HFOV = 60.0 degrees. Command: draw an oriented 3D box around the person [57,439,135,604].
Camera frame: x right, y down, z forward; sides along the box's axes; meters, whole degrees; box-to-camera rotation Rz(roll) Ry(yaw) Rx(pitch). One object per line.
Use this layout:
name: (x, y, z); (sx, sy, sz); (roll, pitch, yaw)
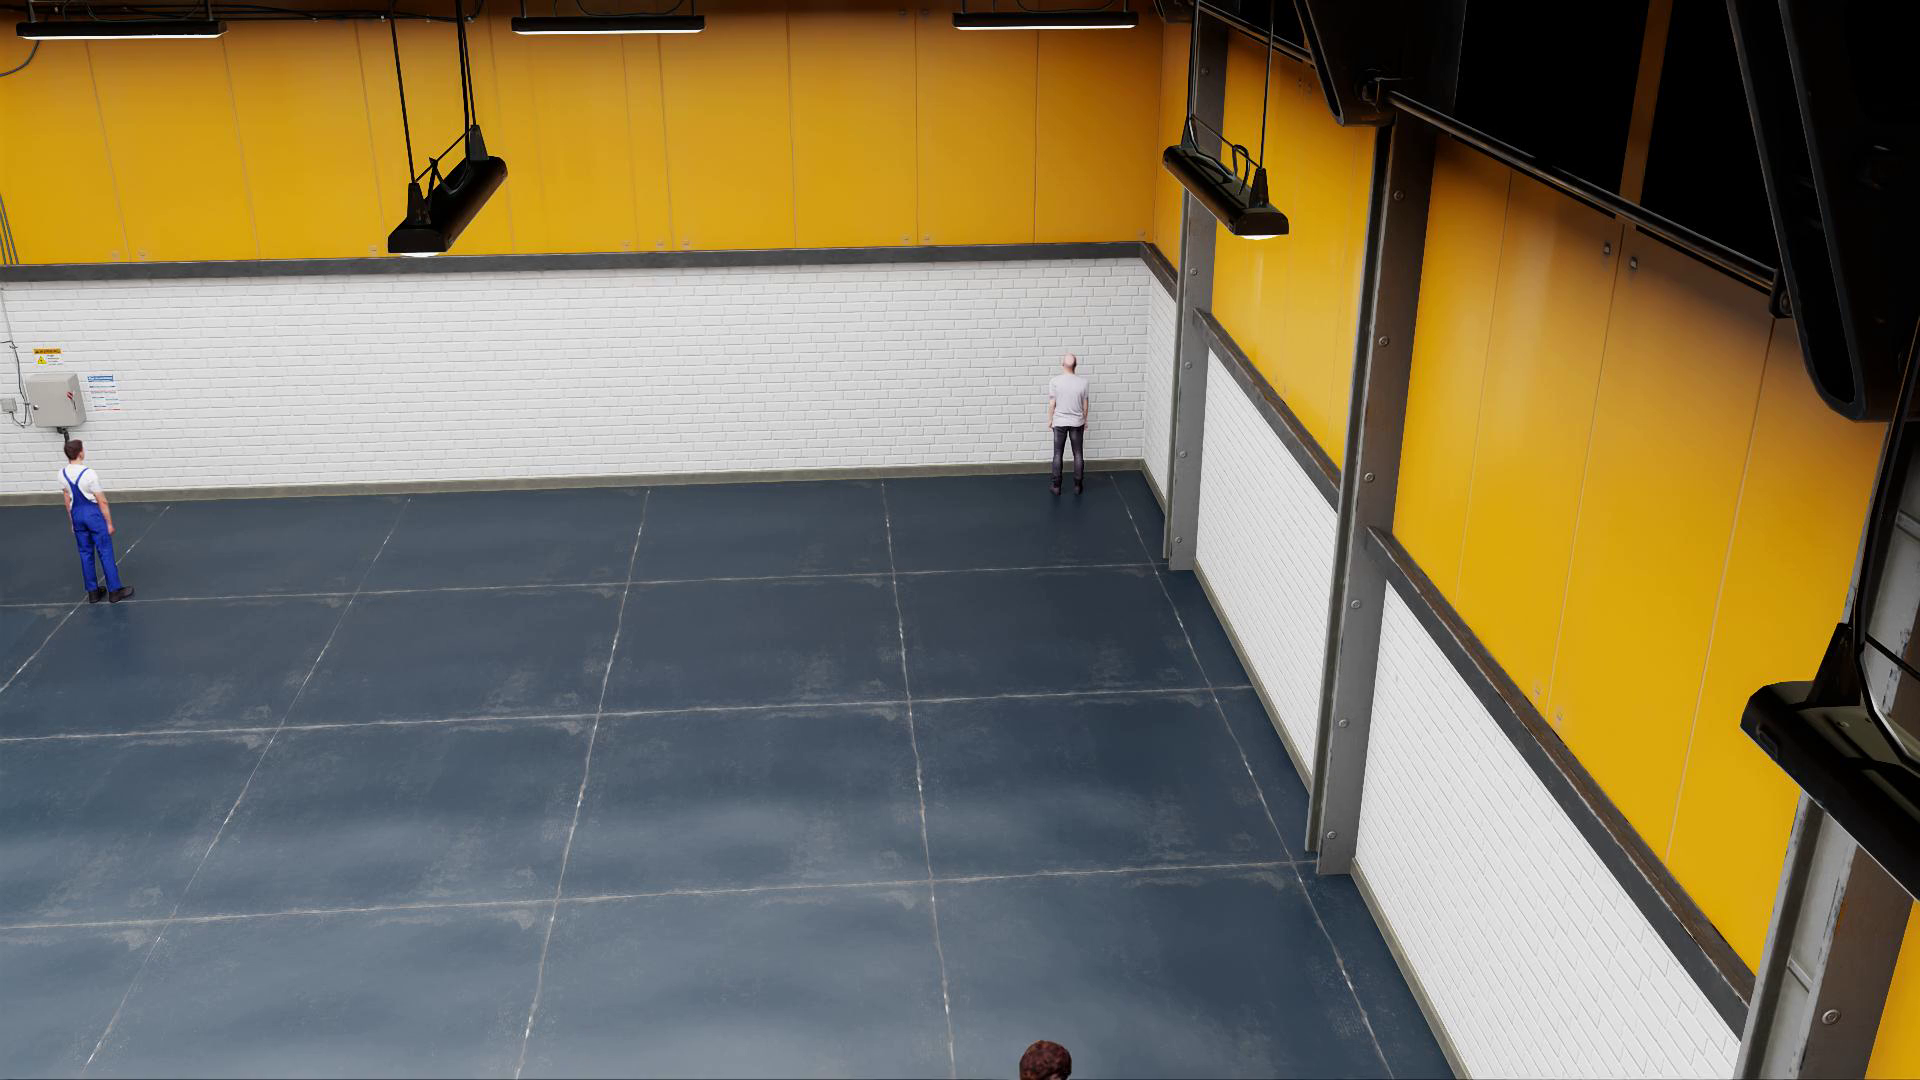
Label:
person: (-9.453, -0.206, 18.041); (0.668, 1.849, 0.638); (3, 24, 6)

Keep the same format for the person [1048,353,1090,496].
person: (1.359, -1.466, 20.944); (0.661, 1.832, 0.565); (-1, 24, -3)

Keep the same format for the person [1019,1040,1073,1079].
person: (0.438, 3.574, 9.598); (0.837, 1.684, 1.141); (-11, 26, -23)
